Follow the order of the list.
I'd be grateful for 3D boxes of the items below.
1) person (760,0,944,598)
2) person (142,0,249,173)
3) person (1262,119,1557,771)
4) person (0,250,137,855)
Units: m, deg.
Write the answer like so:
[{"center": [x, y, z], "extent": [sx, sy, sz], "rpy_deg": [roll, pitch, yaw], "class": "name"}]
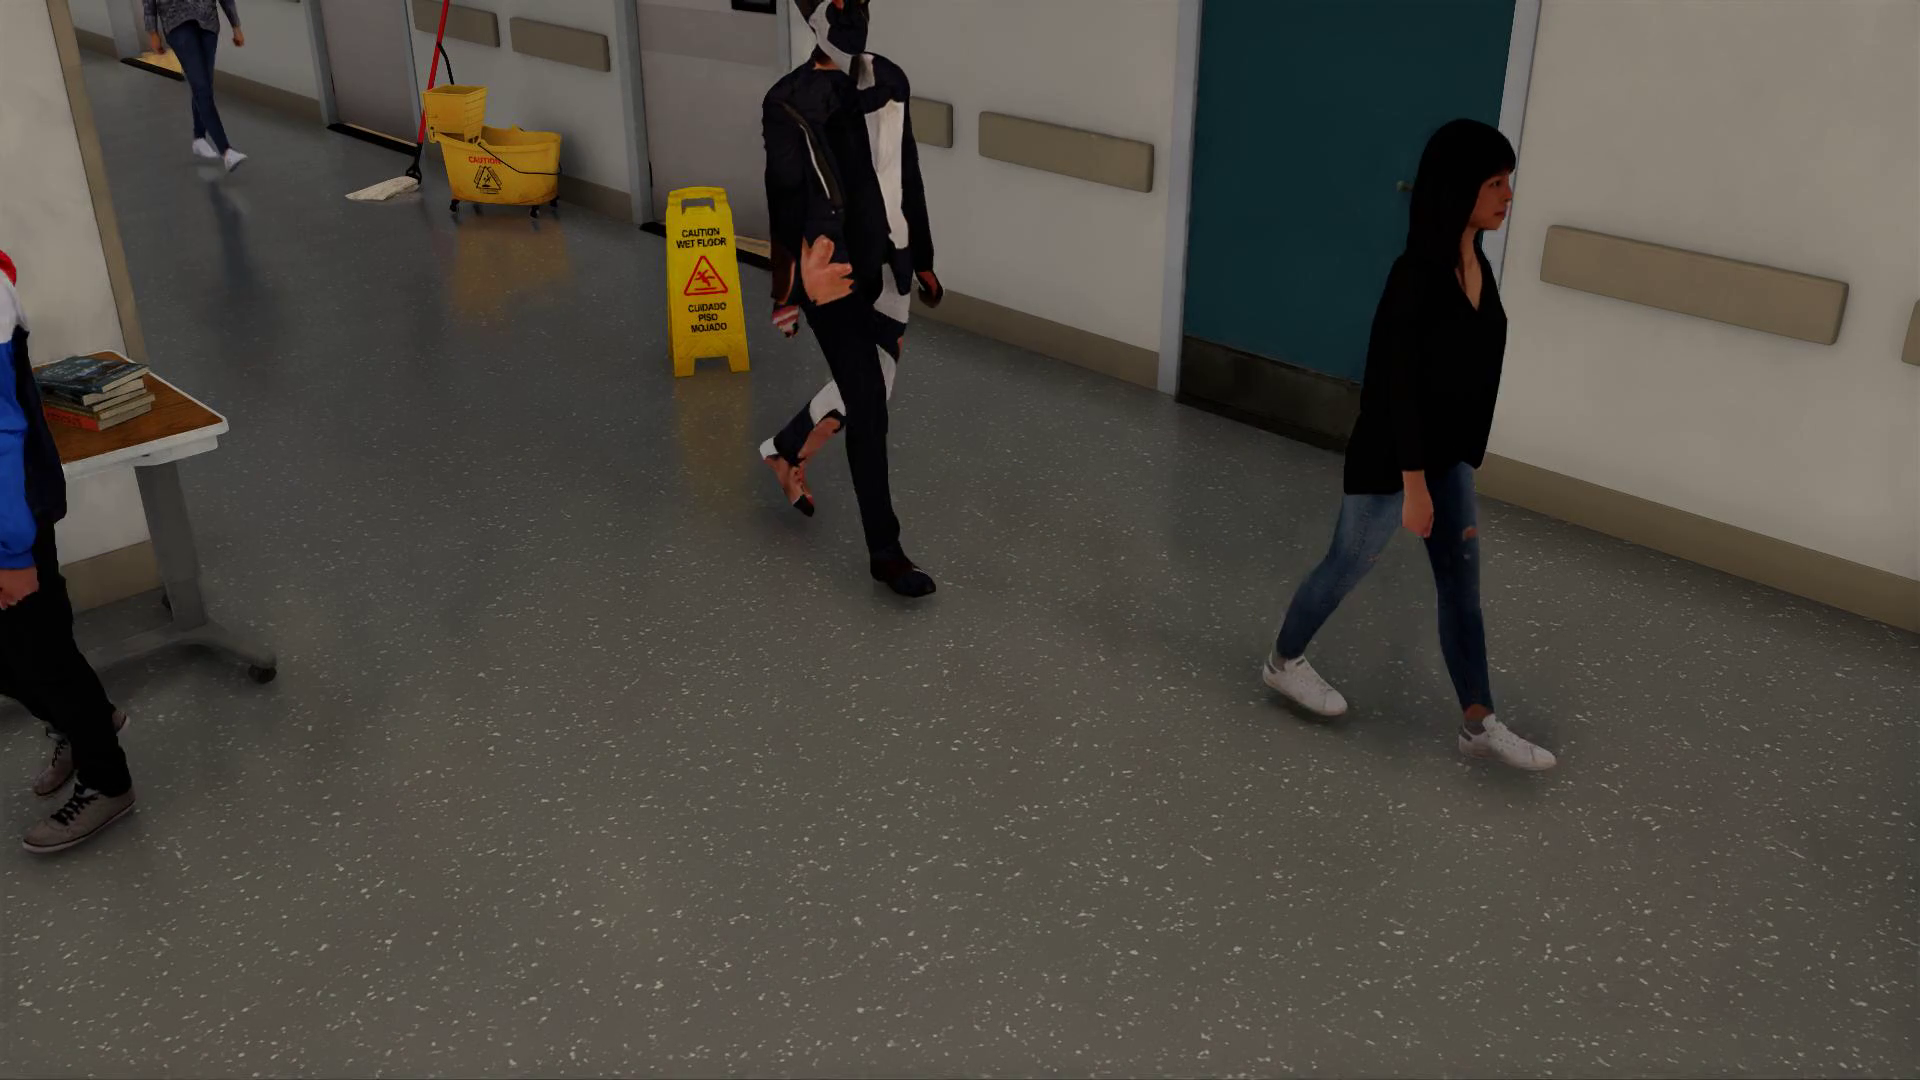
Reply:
[{"center": [-0.377, -0.798, 5.066], "extent": [1.136, 1.864, 0.688], "rpy_deg": [22, 33, 38], "class": "person"}, {"center": [-4.657, -3.089, 10.023], "extent": [1.115, 1.684, 0.643], "rpy_deg": [23, 34, 39], "class": "person"}, {"center": [1.053, -0.212, 4.147], "extent": [1.034, 1.605, 0.604], "rpy_deg": [22, 33, 37], "class": "person"}, {"center": [-2.137, -0.114, 3.780], "extent": [0.640, 1.747, 0.755], "rpy_deg": [17, 31, 31], "class": "person"}]
